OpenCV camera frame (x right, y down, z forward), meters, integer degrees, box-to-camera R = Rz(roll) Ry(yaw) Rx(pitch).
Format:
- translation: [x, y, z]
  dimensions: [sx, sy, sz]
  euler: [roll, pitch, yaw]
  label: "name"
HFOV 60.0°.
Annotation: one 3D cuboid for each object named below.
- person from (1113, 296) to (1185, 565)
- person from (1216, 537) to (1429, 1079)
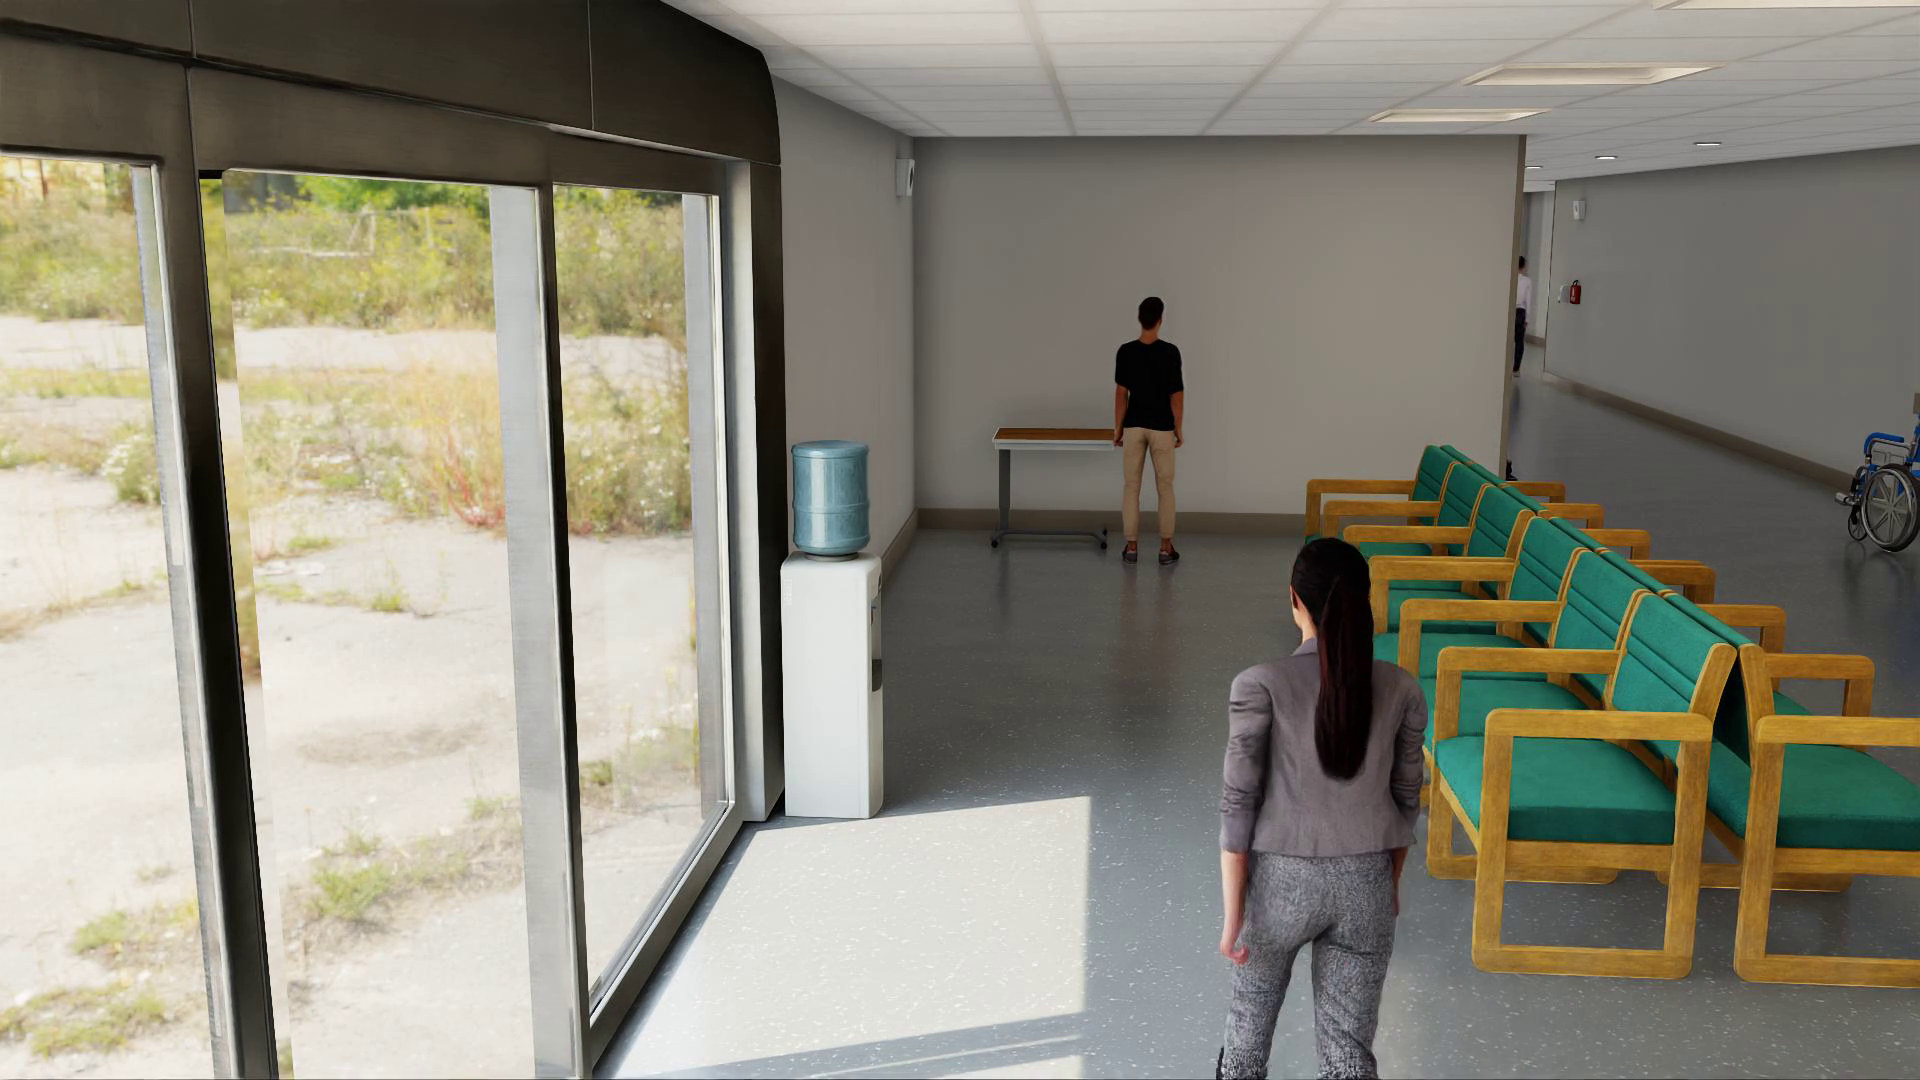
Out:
- translation: [1.318, -0.766, 11.608]
  dimensions: [0.512, 1.859, 0.728]
  euler: [3, 11, 13]
  label: "person"
- translation: [0.806, 0.863, 3.647]
  dimensions: [1.052, 1.628, 0.768]
  euler: [0, 11, -2]
  label: "person"
